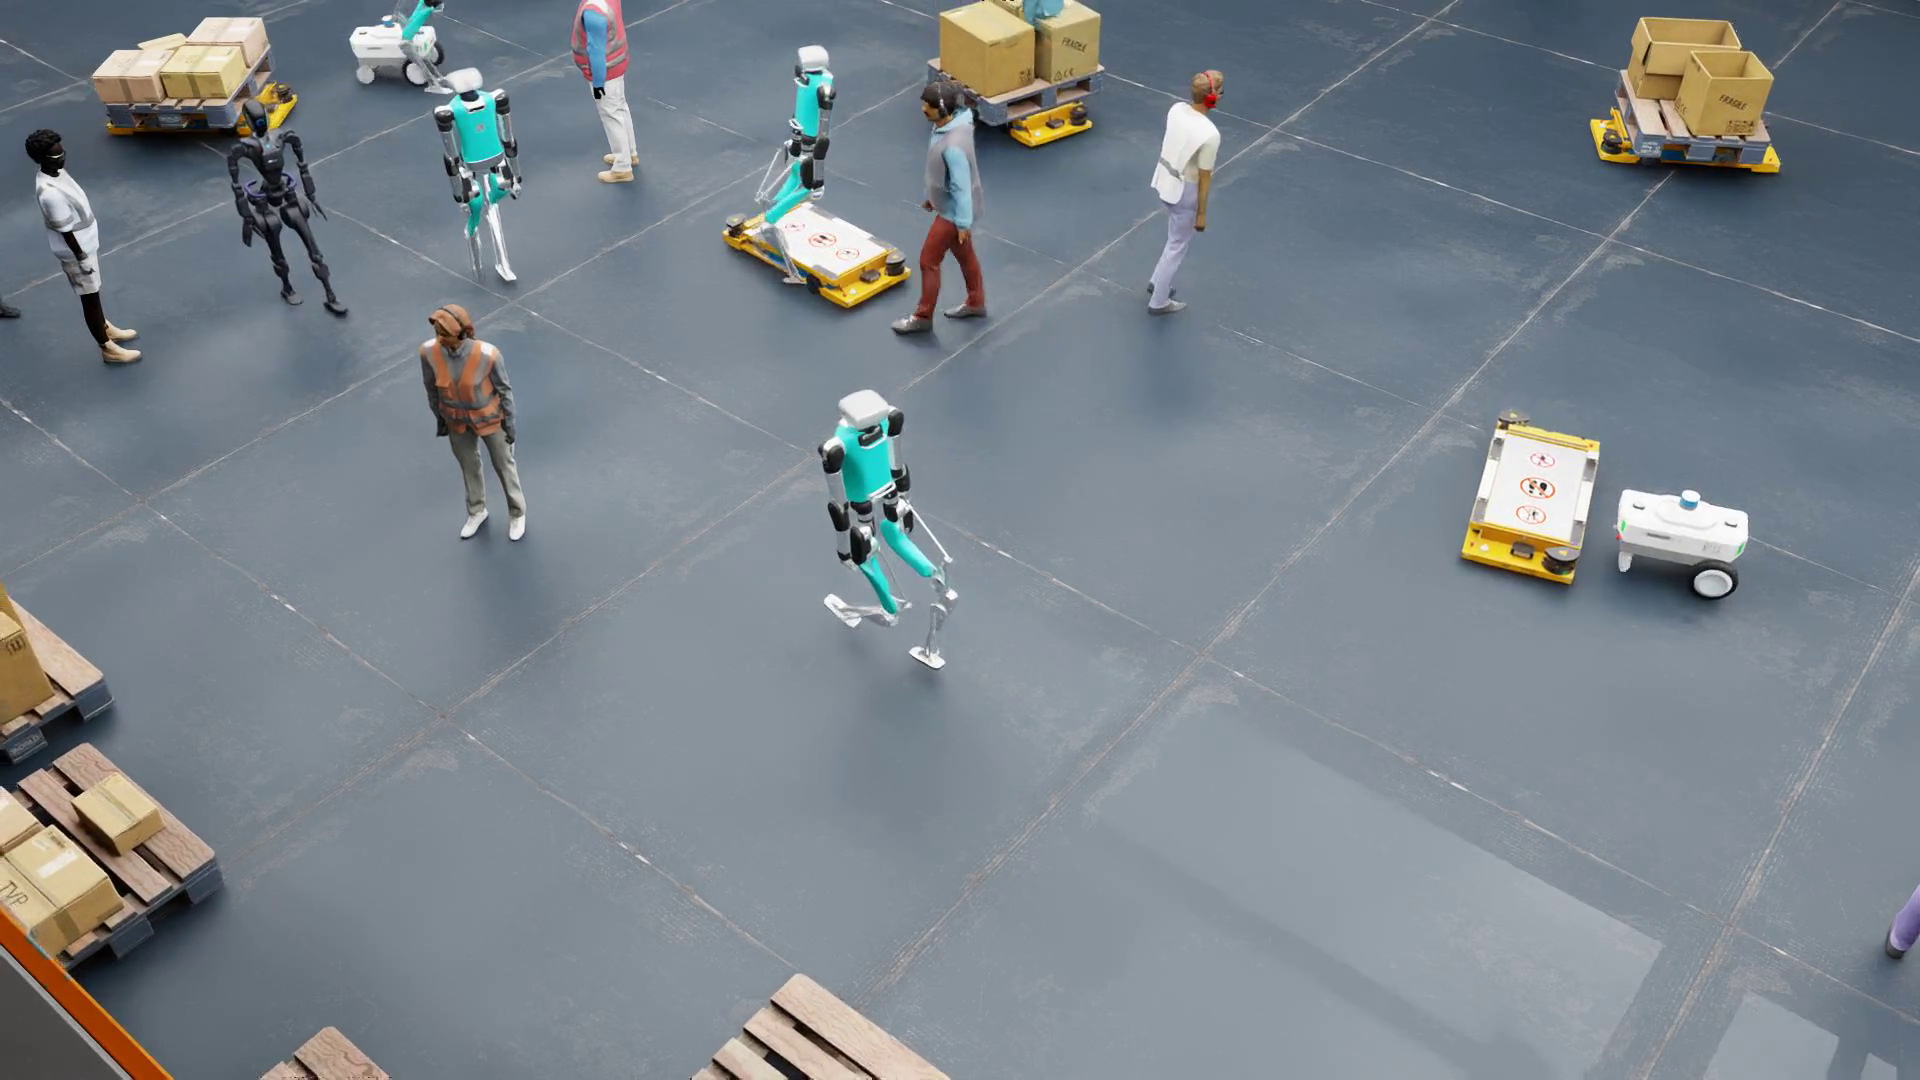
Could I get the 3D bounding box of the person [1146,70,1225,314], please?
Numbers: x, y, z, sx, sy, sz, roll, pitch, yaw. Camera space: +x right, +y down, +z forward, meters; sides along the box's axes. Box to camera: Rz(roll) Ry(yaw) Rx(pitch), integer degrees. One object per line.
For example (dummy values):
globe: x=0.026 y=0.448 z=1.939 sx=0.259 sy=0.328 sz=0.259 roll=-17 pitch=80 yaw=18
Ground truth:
person: x=1.577 y=-2.434 z=11.758 sx=0.471 sy=1.813 sz=0.570 roll=-11 pitch=42 yaw=-13

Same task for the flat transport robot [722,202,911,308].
flat transport robot: x=-1.107 y=-2.219 z=12.688 sx=1.431 sy=0.231 sz=0.659 roll=32 pitch=50 yaw=32

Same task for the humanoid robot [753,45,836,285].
humanoid robot: x=-1.262 y=-2.687 z=12.082 sx=0.767 sy=1.734 sz=0.530 roll=-17 pitch=43 yaw=-19

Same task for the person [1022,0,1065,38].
person: x=0.689 y=-4.446 z=14.176 sx=0.419 sy=1.733 sz=0.534 roll=16 pitch=43 yaw=18

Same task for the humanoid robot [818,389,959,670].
humanoid robot: x=-0.352 y=0.024 z=8.942 sx=1.066 sy=1.743 sz=0.542 roll=33 pitch=50 yaw=32

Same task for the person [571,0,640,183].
person: x=-2.861 y=-3.773 z=13.315 sx=0.431 sy=1.835 sz=0.628 roll=0 pitch=40 yaw=-1

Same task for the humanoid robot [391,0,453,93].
humanoid robot: x=-4.793 y=-4.795 z=14.579 sx=0.675 sy=1.781 sz=0.533 roll=-15 pitch=43 yaw=-17

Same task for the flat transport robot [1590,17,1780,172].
flat transport robot: x=6.121 y=-3.385 z=14.060 sx=1.431 sy=0.231 sz=0.659 roll=6 pitch=41 yaw=6

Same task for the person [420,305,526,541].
person: x=-2.861 y=-0.692 z=9.835 sx=0.513 sy=1.635 sz=0.313 roll=5 pitch=41 yaw=6

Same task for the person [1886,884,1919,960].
person: x=4.609 y=1.312 z=7.326 sx=0.561 sy=1.838 sz=0.376 roll=31 pitch=49 yaw=31

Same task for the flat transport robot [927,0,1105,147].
flat transport robot: x=0.470 y=-3.882 z=14.644 sx=0.659 sy=0.231 sz=1.431 roll=-24 pitch=46 yaw=-26

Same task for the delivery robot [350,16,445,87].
delivery robot: x=-5.101 y=-4.447 z=15.098 sx=0.796 sy=0.606 sz=0.499 roll=0 pitch=40 yaw=0

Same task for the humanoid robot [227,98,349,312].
humanoid robot: x=-4.801 y=-2.341 z=11.758 sx=0.610 sy=1.631 sz=0.663 roll=-31 pitch=49 yaw=-31

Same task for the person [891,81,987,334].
person: x=-0.178 y=-2.303 z=11.564 sx=0.821 sy=1.848 sz=0.551 roll=-3 pitch=40 yaw=-4

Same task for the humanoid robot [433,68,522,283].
humanoid robot: x=-3.490 y=-2.579 z=12.062 sx=0.542 sy=1.907 sz=0.727 roll=-24 pitch=46 yaw=-26

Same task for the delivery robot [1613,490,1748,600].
delivery robot: x=4.299 y=-0.031 z=9.898 sx=0.772 sy=0.601 sz=0.525 roll=12 pitch=42 yaw=14

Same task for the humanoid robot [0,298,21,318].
humanoid robot: x=-7.255 y=-2.284 z=11.701 sx=0.725 sy=1.632 sz=0.613 roll=0 pitch=40 yaw=0

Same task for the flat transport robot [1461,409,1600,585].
flat transport robot: x=3.598 y=-0.292 z=10.421 sx=0.659 sy=0.231 sz=1.431 roll=15 pitch=43 yaw=17

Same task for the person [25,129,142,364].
person: x=-6.001 y=-1.999 z=11.325 sx=0.322 sy=1.696 sz=0.530 roll=-15 pitch=43 yaw=-17

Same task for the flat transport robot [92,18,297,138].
flat transport robot: x=-6.608 y=-3.761 z=14.502 sx=1.431 sy=0.231 sz=0.659 roll=0 pitch=40 yaw=0
